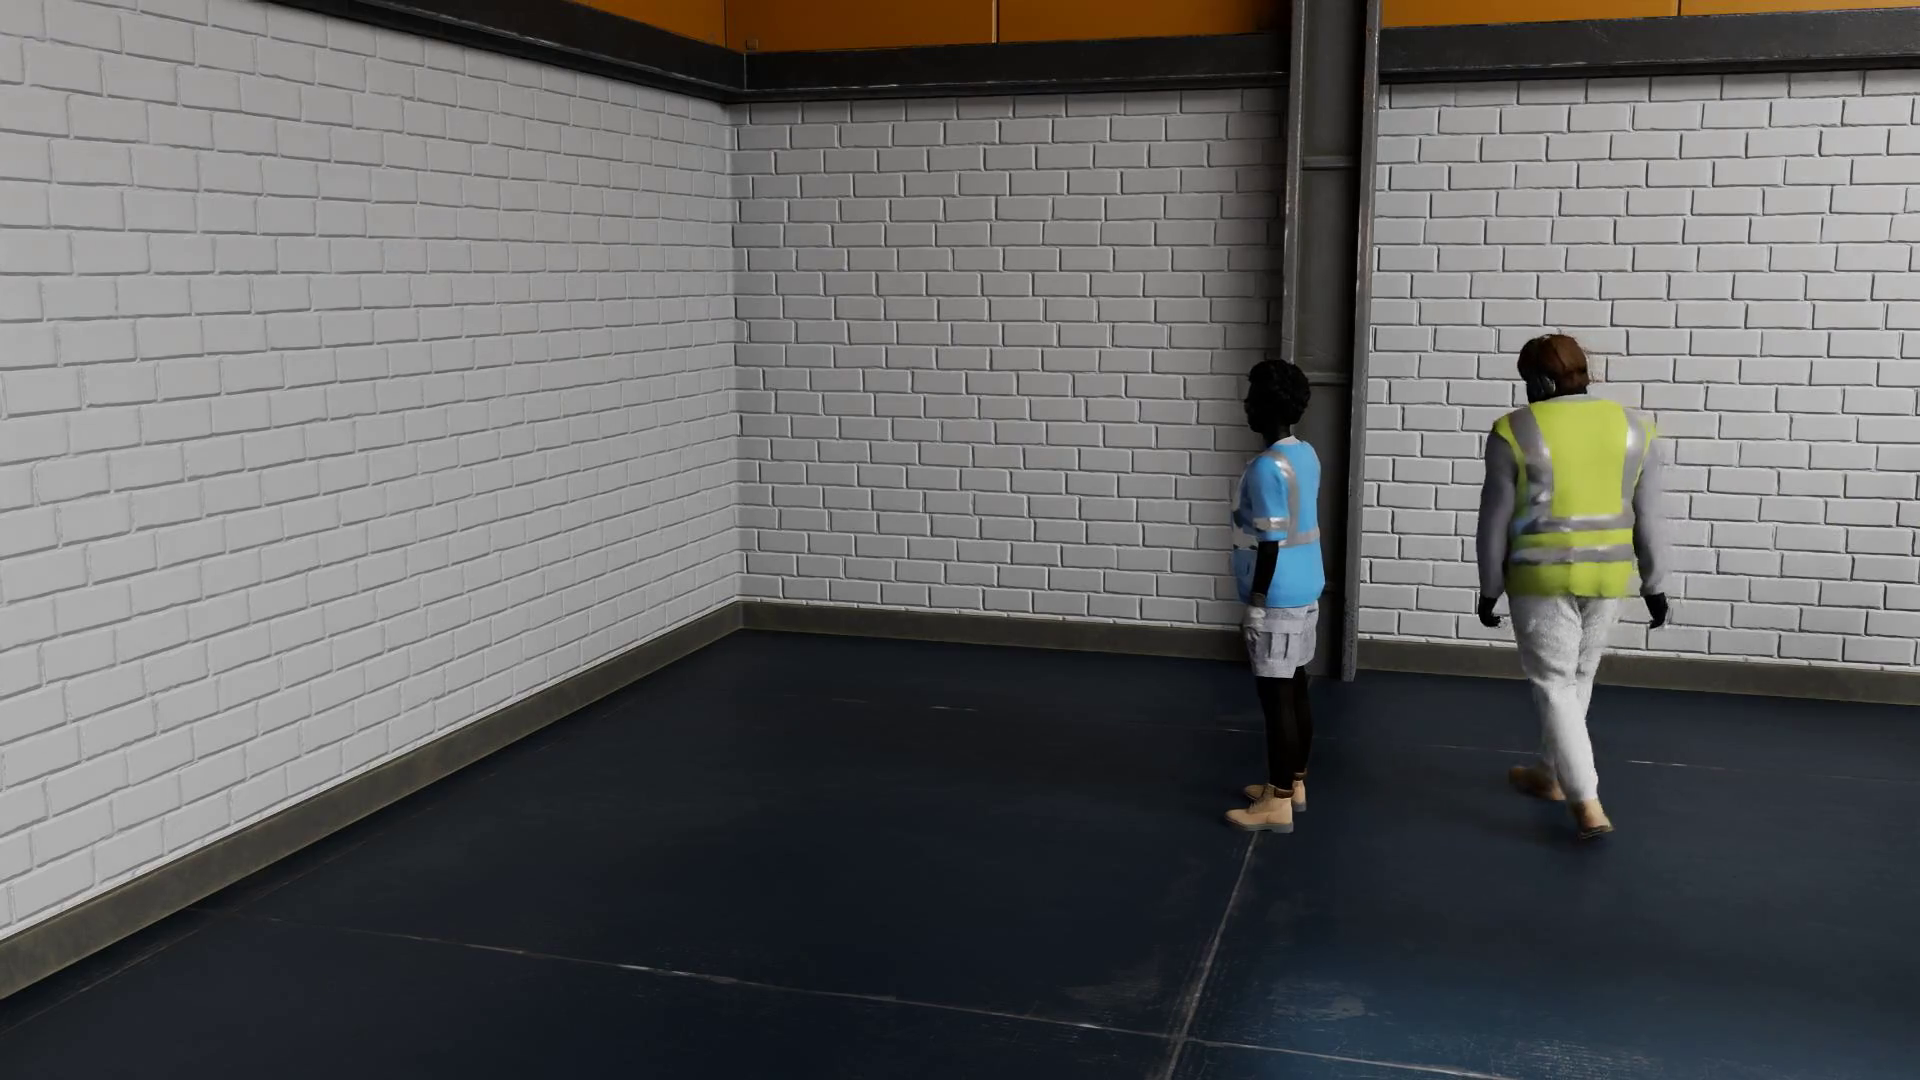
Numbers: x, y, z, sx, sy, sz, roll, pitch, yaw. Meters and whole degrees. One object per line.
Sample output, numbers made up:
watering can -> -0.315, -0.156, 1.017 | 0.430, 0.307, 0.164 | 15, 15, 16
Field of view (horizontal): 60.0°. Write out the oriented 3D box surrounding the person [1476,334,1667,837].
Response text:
person -> 2.203, 0.159, 5.995 | 0.659, 1.798, 0.833 | -1, 9, -7

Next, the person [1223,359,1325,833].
person -> 1.136, 0.201, 5.993 | 0.322, 1.697, 0.531 | 5, 10, 26
